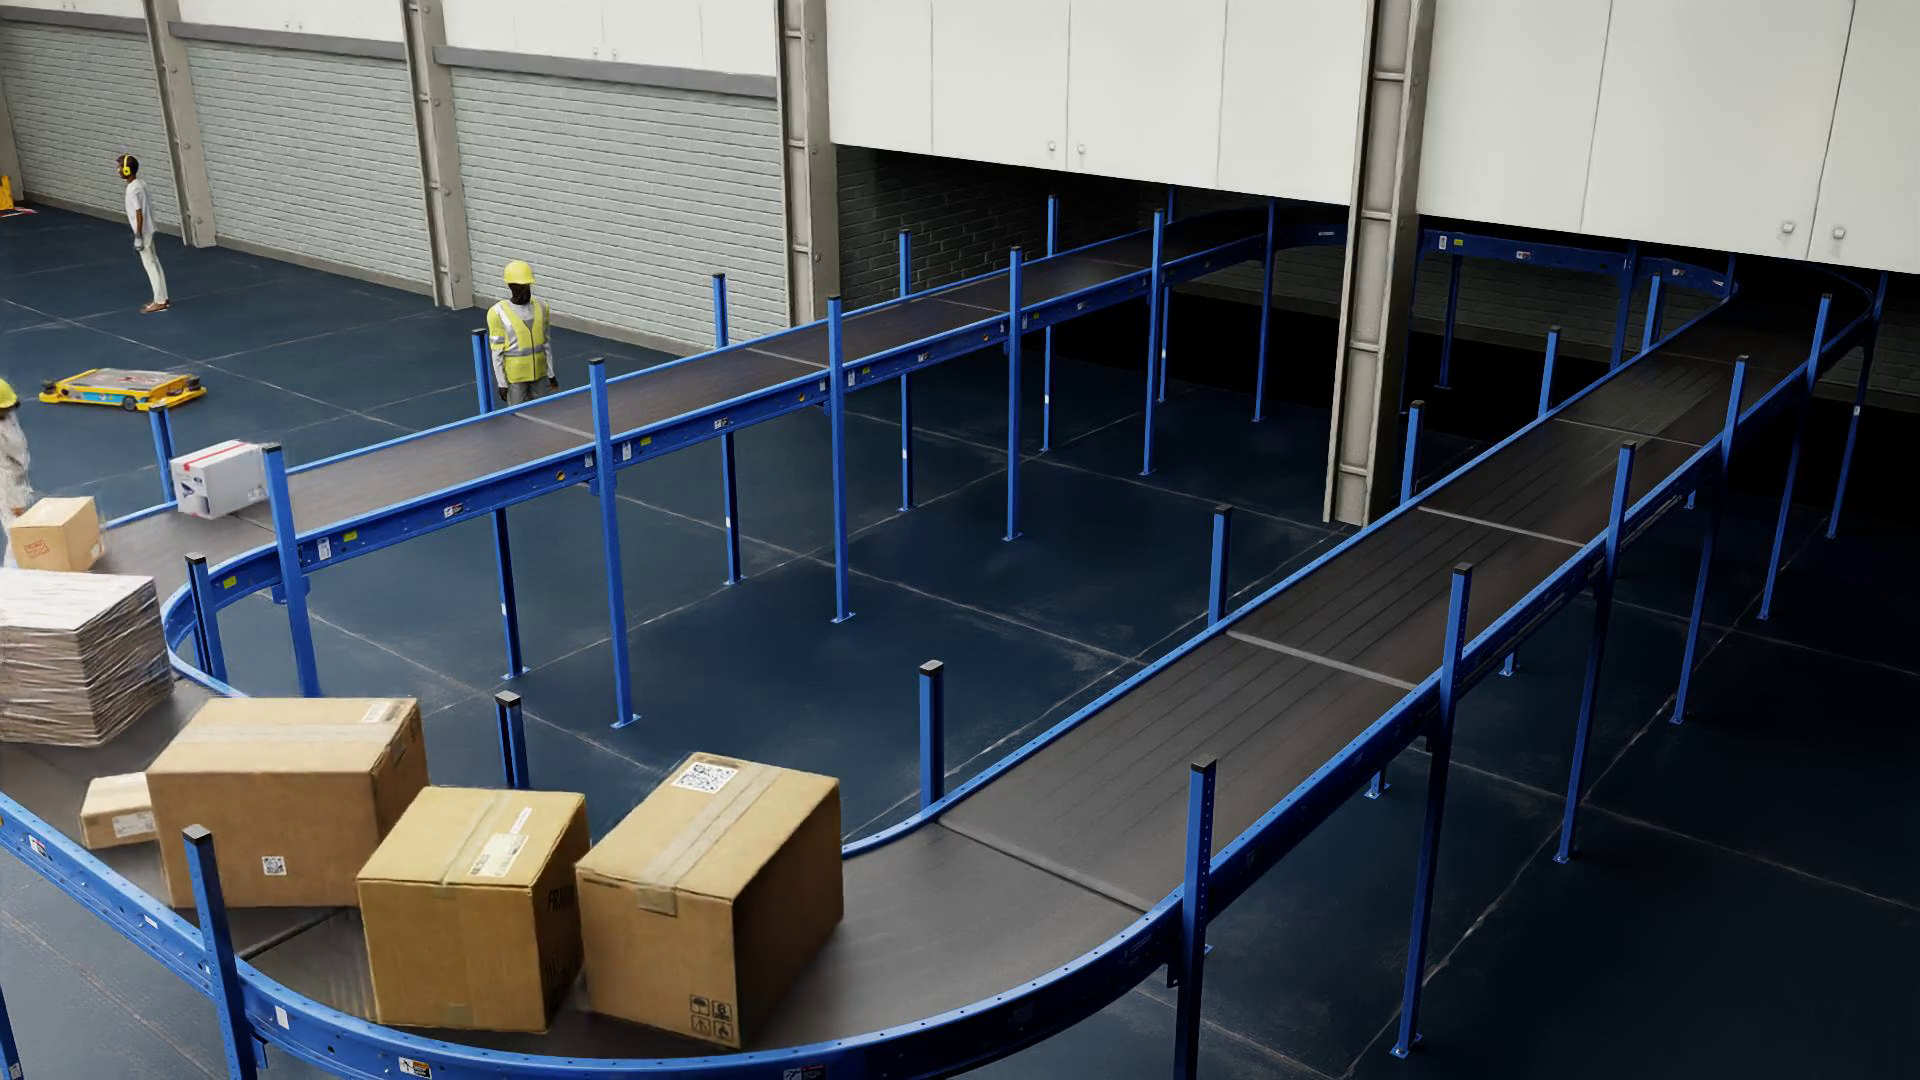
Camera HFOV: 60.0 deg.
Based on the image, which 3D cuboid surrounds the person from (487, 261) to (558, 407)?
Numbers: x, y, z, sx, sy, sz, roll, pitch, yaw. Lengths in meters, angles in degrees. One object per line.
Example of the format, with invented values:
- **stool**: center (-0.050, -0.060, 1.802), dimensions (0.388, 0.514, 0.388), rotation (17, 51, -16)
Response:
- **person**: center (-3.698, -1.422, 14.170), dimensions (0.355, 1.930, 0.587), rotation (18, 28, 38)

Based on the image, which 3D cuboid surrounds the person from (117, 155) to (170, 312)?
- **person**: center (-9.824, -3.675, 19.974), dimensions (0.330, 1.872, 0.512), rotation (-4, 22, -10)

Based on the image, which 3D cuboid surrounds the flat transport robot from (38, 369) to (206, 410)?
- **flat transport robot**: center (-8.389, -1.520, 16.649), dimensions (1.431, 0.197, 0.652), rotation (5, 22, 13)
